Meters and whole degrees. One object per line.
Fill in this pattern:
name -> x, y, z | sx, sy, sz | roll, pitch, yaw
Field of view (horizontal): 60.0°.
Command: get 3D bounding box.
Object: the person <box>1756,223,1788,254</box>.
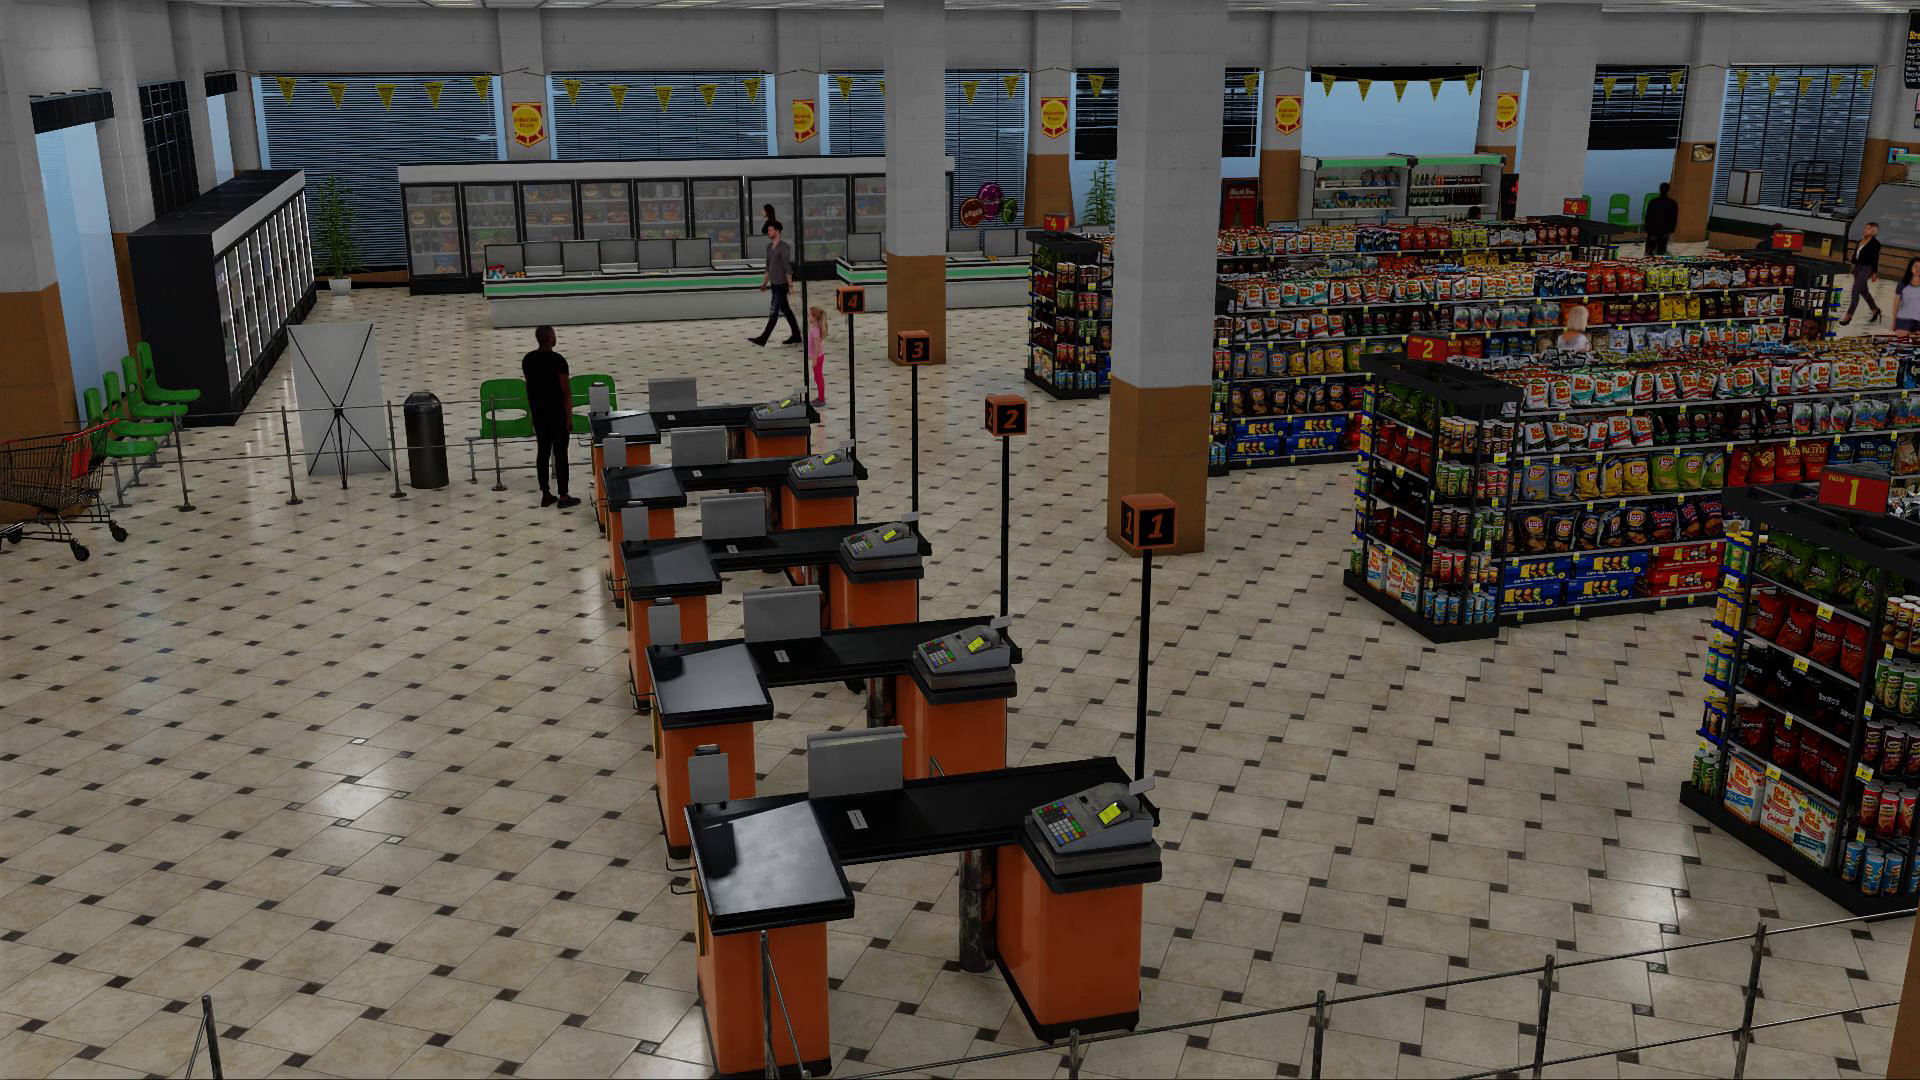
person -> 12.310, -3.901, 25.265 | 0.722, 1.825, 0.761 | -11, 20, -31

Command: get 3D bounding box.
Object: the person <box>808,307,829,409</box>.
person -> -1.801, -2.318, 21.005 | 0.558, 1.272, 0.542 | 0, 17, 0

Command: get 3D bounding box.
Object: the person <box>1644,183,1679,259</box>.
person -> 13.386, -5.892, 31.828 | 0.912, 1.823, 0.979 | 4, 17, 14

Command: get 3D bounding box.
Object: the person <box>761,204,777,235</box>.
person -> -3.320, -5.210, 29.917 | 0.611, 1.627, 0.642 | -2, 17, -8

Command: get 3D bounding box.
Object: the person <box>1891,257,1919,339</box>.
person -> 12.758, -2.954, 22.377 | 0.829, 1.691, 0.828 | 2, 17, 8

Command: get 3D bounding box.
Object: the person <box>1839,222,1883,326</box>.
person -> 14.615, -4.256, 26.769 | 1.053, 1.631, 0.662 | -3, 17, -9

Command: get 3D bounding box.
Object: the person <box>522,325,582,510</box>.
person -> -4.059, -1.226, 16.466 | 0.716, 1.819, 0.809 | 7, 18, 22

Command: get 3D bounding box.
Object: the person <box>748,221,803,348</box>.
person -> -2.612, -3.803, 24.887 | 1.263, 1.858, 0.953 | -10, 20, -30

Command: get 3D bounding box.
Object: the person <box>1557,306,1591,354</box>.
person -> 6.532, -1.632, 18.008 | 1.099, 1.701, 0.659 | -7, 18, -21
